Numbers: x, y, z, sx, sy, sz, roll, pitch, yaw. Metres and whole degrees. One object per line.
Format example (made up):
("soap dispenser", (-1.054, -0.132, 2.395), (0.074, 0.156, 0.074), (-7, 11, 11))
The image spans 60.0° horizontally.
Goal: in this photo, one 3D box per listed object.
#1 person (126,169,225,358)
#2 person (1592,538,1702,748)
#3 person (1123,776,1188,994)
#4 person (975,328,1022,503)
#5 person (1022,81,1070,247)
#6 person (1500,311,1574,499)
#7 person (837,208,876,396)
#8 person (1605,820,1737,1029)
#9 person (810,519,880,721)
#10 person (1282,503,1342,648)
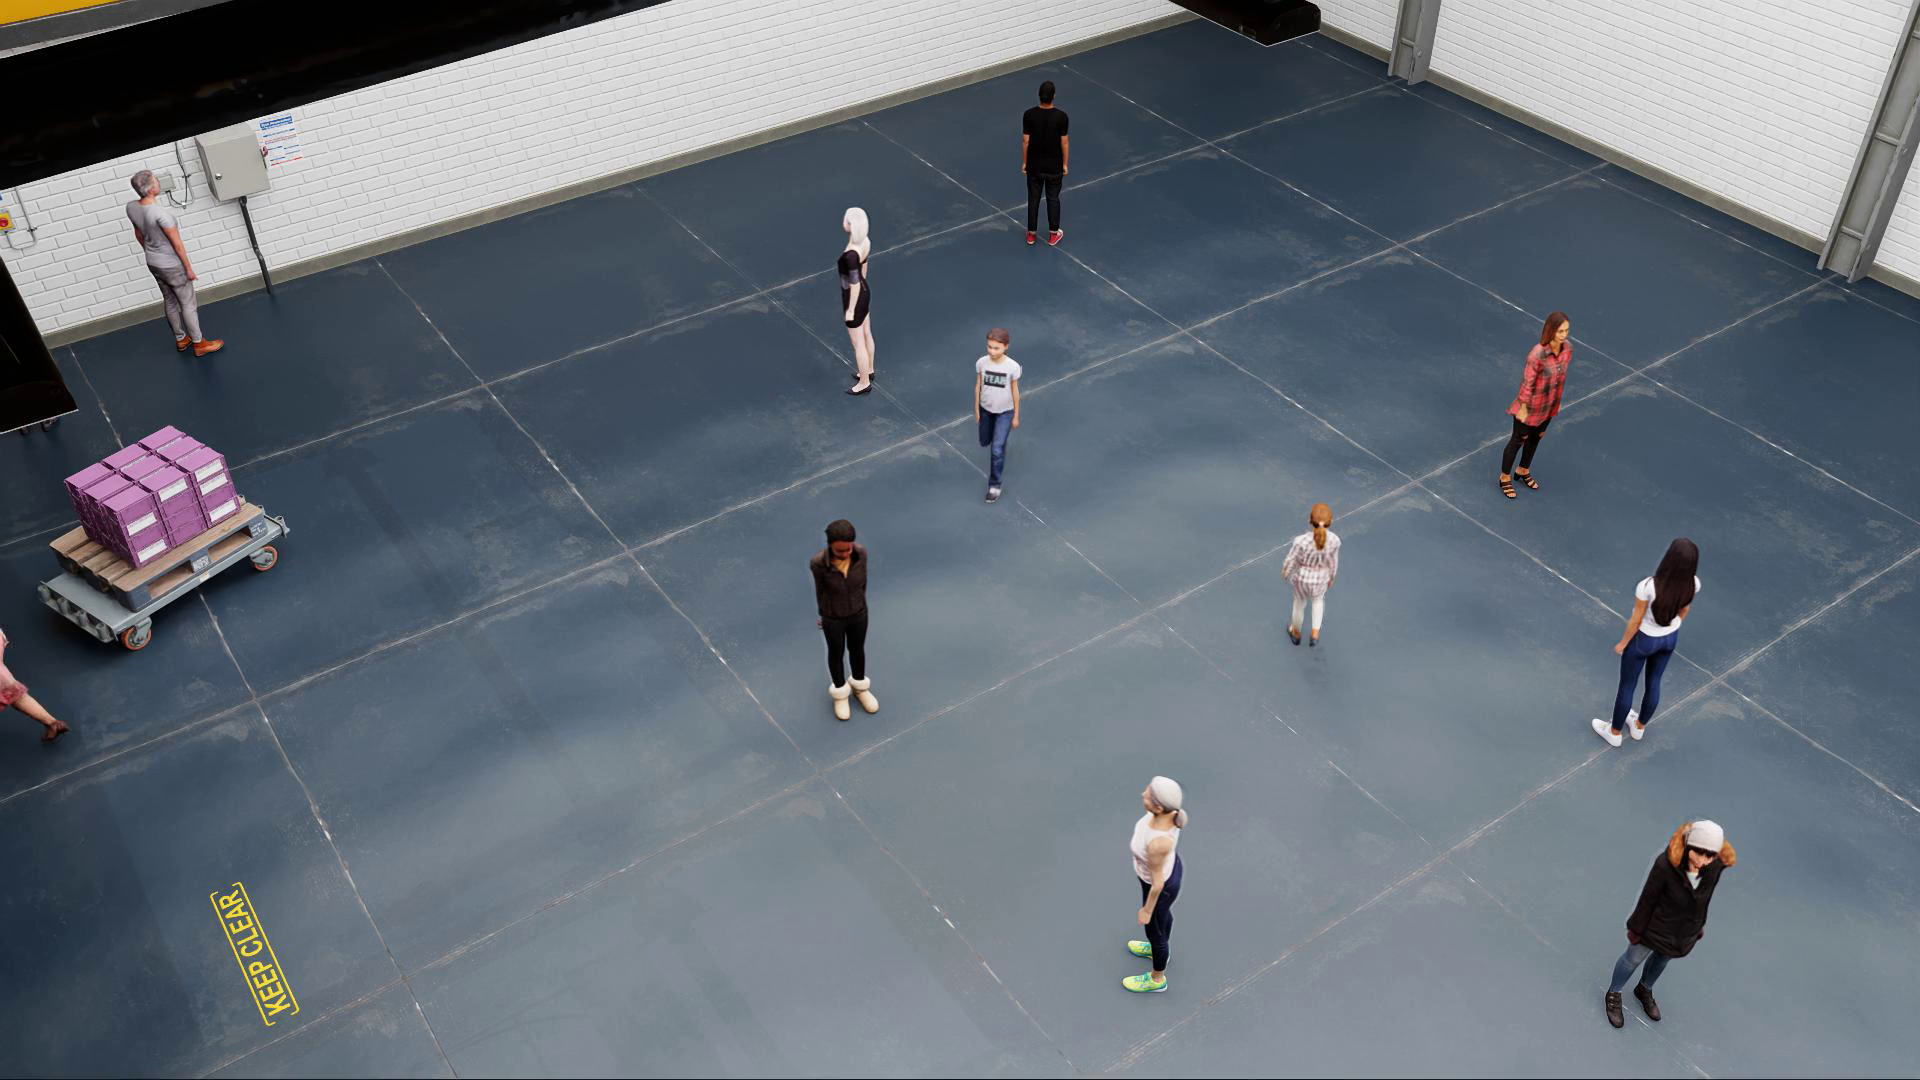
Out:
("person", (-7.323, -2.554, 15.363), (0.669, 1.827, 0.828), (18, 42, 21))
("person", (4.717, 0.699, 11.332), (0.657, 1.775, 0.642), (-8, 39, -10))
("person", (1.165, 2.012, 9.748), (0.735, 1.701, 0.681), (8, 39, 9))
("person", (0.321, -1.115, 13.786), (0.931, 1.548, 0.923), (11, 40, 14))
("person", (0.870, -3.864, 17.059), (0.718, 1.758, 0.776), (6, 39, 7))
("person", (4.749, -1.127, 13.676), (0.635, 1.703, 0.576), (-19, 42, -22))
("person", (-0.915, -2.131, 14.832), (0.704, 1.830, 0.654), (8, 39, 10))
("person", (4.078, 2.187, 9.581), (0.728, 1.635, 0.745), (-5, 39, -6))
("person", (-0.819, 0.501, 11.672), (0.650, 1.660, 0.603), (-23, 44, -26))
("person", (2.583, 0.302, 12.206), (0.653, 1.306, 0.697), (-3, 39, -3))
